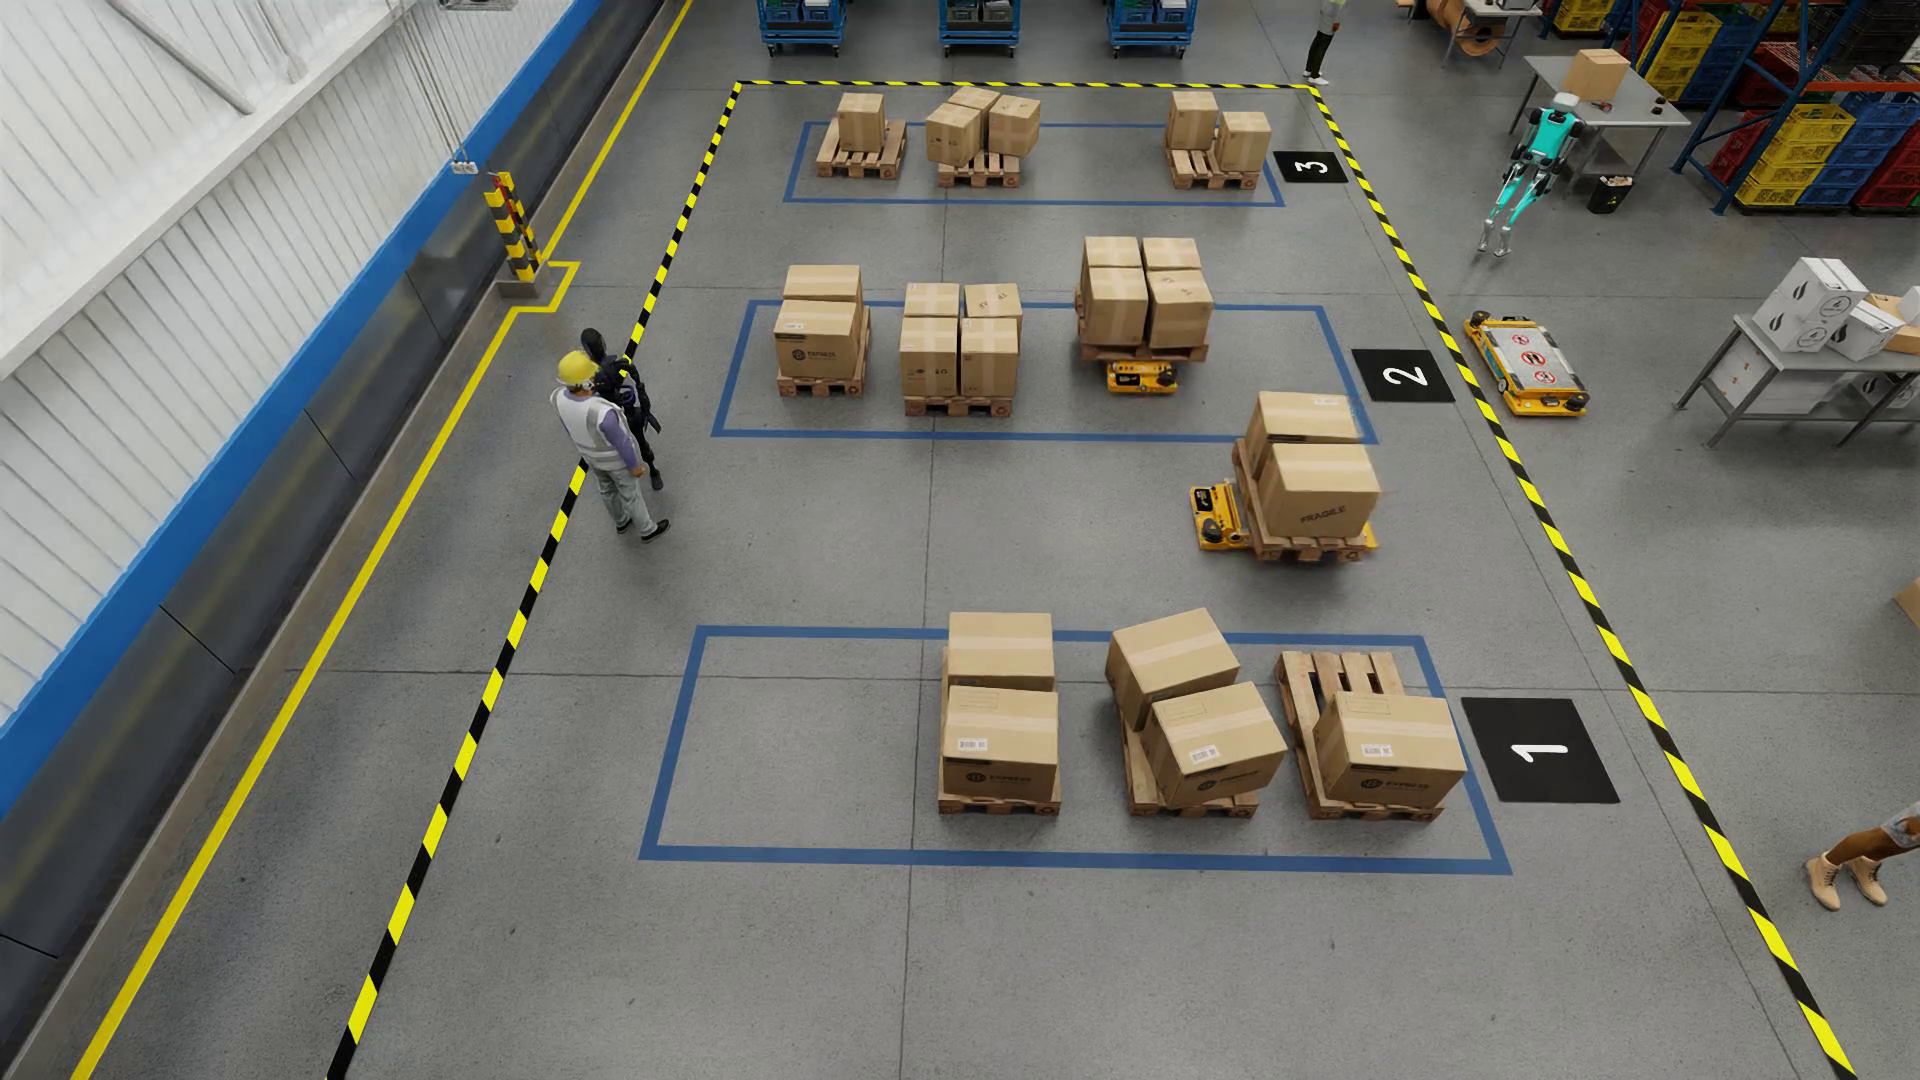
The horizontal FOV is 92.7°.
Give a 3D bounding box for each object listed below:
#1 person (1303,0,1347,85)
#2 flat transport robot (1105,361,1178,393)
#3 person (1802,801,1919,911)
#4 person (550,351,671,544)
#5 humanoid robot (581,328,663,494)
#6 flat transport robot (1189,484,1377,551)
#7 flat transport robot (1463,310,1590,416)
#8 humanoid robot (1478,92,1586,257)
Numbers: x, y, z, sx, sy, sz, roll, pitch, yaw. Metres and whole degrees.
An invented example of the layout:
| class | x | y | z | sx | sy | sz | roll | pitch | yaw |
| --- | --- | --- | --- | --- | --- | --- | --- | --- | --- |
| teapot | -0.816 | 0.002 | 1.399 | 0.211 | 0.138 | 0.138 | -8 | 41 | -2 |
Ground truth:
| class | x | y | z | sx | sy | sz | roll | pitch | yaw |
| --- | --- | --- | --- | --- | --- | --- | --- | --- | --- |
| person | 5.267 | -7.439 | 12.925 | 0.366 | 1.852 | 0.594 | 0 | 49 | 0 |
| flat transport robot | 1.778 | -2.027 | 9.270 | 0.652 | 0.197 | 1.431 | 1 | 49 | 1 |
| person | 5.596 | 1.525 | 5.048 | 0.604 | 2.034 | 0.394 | -1 | 49 | -1 |
| person | -2.712 | -0.686 | 7.091 | 0.588 | 1.834 | 0.404 | 21 | 52 | 17 |
| humanoid robot | -2.786 | -1.030 | 7.483 | 0.599 | 1.657 | 0.315 | -7 | 50 | -6 |
| flat transport robot | 2.708 | -0.220 | 7.705 | 1.431 | 0.197 | 0.652 | 1 | 49 | 1 |
| flat transport robot | 5.573 | -1.757 | 9.054 | 0.659 | 0.231 | 1.431 | 1 | 49 | 1 |
| humanoid robot | 5.983 | -3.809 | 9.767 | 0.735 | 1.681 | 0.533 | -35 | 58 | -27 |
